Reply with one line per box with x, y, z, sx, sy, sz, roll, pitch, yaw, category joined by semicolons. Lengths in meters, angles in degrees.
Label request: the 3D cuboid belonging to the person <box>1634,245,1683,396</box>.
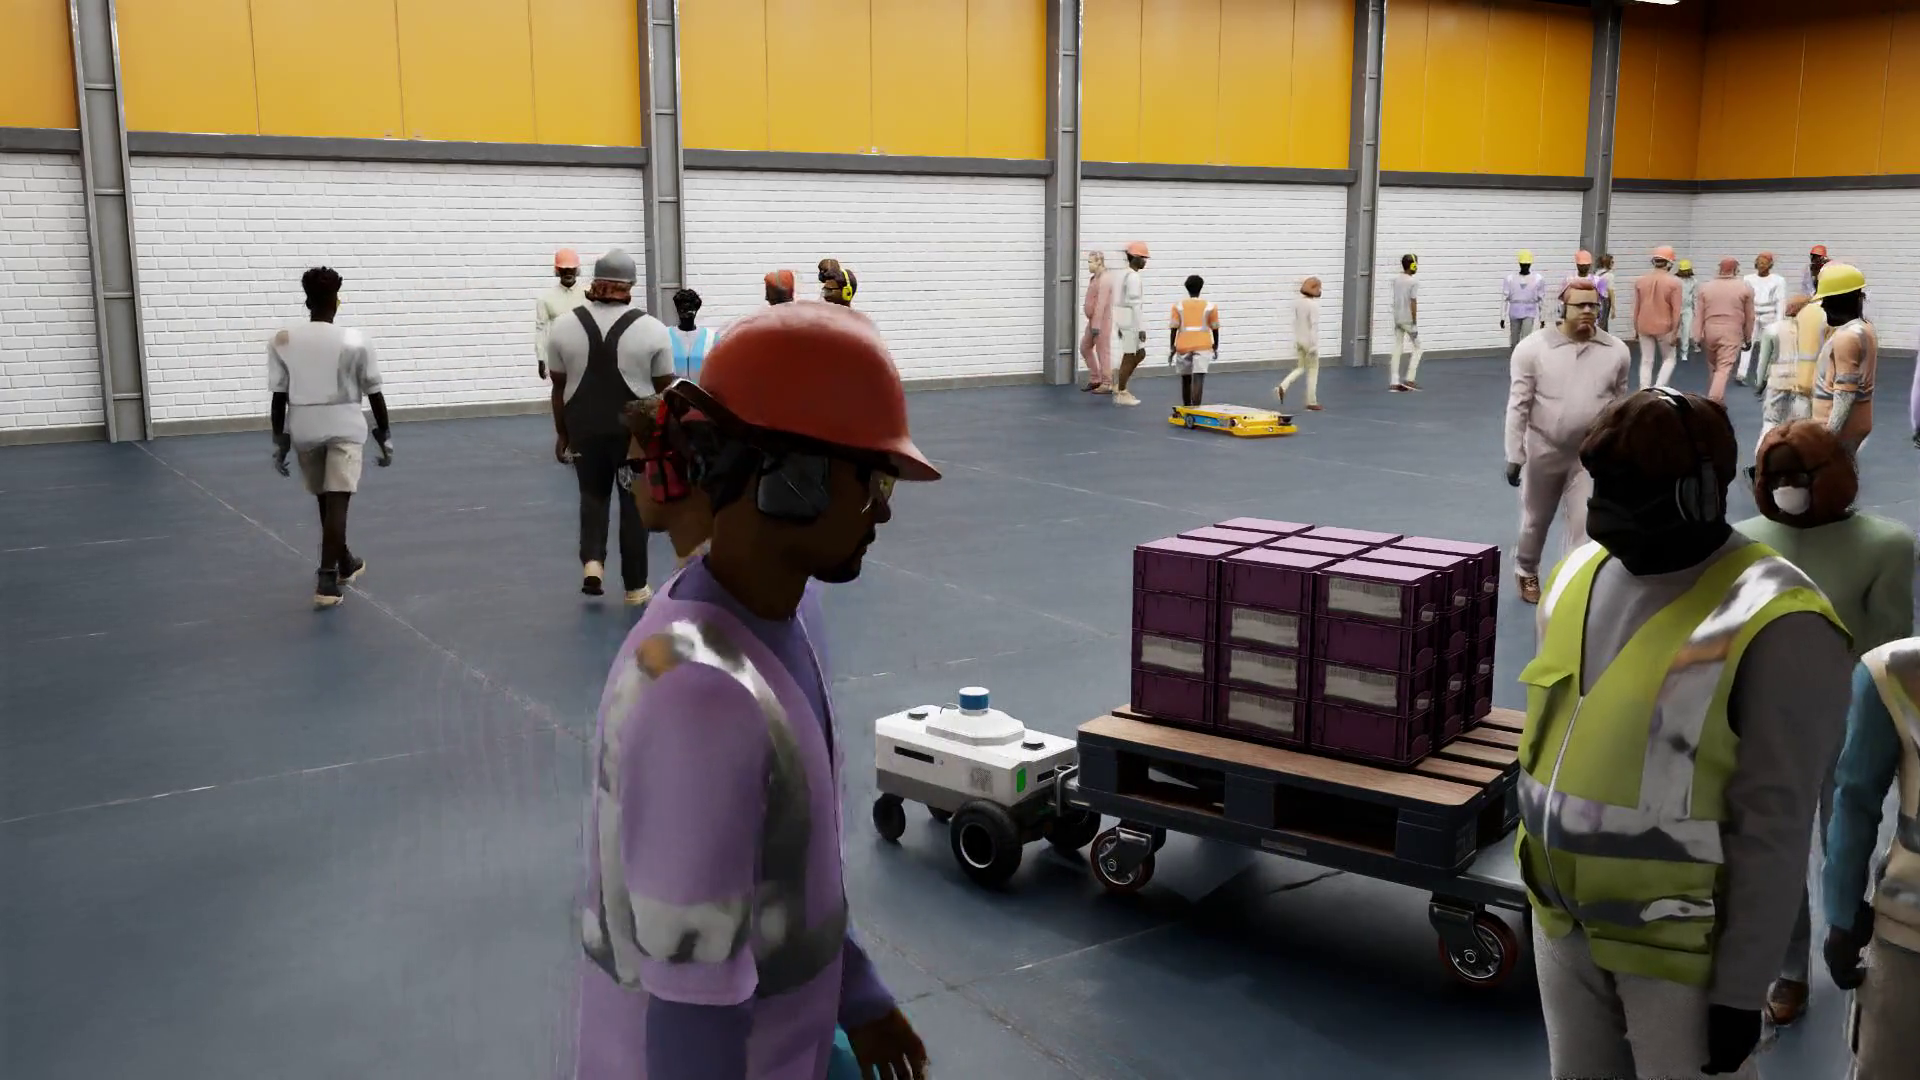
8.380;-2.539;19.979;0.436;1.977;0.617;-10;14;-42;person

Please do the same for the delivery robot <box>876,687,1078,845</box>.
0.046;0.741;5.627;0.707;0.478;0.477;9;14;41;delivery robot

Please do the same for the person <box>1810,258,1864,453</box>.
8.133;-1.671;15.484;0.631;1.882;0.644;-6;12;-31;person

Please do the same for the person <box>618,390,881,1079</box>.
-0.388;0.608;3.196;0.872;1.805;0.568;1;10;4;person

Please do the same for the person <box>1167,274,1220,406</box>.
2.607;-2.131;18.610;0.572;1.684;0.571;3;11;16;person

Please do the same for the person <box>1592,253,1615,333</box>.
10.728;-3.884;27.804;0.863;1.814;0.529;-3;11;-17;person

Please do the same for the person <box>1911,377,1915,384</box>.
13.346;-2.992;22.647;0.574;1.900;0.902;2;11;10;person

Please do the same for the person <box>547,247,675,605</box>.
-1.928;-0.641;9.385;0.699;2.000;0.537;0;10;1;person

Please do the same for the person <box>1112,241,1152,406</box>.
2.113;-2.644;20.418;0.474;2.022;0.624;0;10;-2;person

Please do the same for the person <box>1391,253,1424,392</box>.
6.053;-2.913;22.356;0.603;1.850;0.565;-5;11;-26;person

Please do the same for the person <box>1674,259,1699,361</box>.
12.231;-3.913;28.253;0.497;1.711;0.723;2;10;10;person

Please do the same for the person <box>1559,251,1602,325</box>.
8.811;-3.165;23.667;0.552;1.892;0.994;3;11;18;person

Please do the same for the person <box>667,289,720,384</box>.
-2.059;-1.051;12.592;0.530;1.691;0.321;-2;11;-12;person

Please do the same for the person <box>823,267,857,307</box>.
-0.795;-0.912;11.352;0.334;1.869;0.521;-7;12;-33;person

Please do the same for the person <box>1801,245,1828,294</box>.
14.836;-4.153;28.942;0.371;1.931;0.543;3;11;17;person

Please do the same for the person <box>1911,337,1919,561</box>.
6.269;-0.731;10.301;0.641;1.889;0.591;8;13;38;person

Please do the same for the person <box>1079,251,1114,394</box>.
1.795;-2.868;22.017;0.560;1.886;0.680;-1;10;-4;person

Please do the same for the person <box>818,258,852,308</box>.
-1.422;-2.202;18.499;0.428;1.840;0.630;-4;11;-20;person

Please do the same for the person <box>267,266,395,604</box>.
-3.624;-0.615;9.611;0.625;1.912;1.024;-1;10;-3;person

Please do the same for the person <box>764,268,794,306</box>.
-1.126;-1.057;12.178;0.761;1.859;0.602;0;10;-2;person

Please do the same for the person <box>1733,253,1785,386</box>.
11.077;-3.041;23.081;0.611;1.839;0.942;8;13;38;person

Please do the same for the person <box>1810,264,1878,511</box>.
5.104;-0.637;9.701;0.377;1.918;0.585;7;12;32;person

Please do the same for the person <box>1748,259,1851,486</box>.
6.534;-1.190;12.751;0.744;1.916;0.553;-1;10;-8;person

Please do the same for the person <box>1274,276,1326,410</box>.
4.101;-2.344;19.872;0.582;1.616;0.512;-4;11;-20;person

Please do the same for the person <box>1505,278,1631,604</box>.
3.292;-0.493;9.070;0.648;1.868;0.983;1;10;8;person

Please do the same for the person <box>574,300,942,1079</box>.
-0.282;0.707;2.133;0.555;1.993;0.659;0;10;0;person

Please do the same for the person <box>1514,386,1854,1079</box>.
1.162;0.654;2.858;0.429;1.836;0.619;-4;11;-19;person

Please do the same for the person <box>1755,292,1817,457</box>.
7.009;-1.282;14.062;0.532;1.619;0.516;7;12;32;person

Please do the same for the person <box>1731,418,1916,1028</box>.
2.295;0.465;4.487;0.527;1.607;0.518;8;13;36;person

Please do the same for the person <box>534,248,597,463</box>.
-3.532;-1.655;15.124;0.659;1.968;0.774;-2;11;-13;person

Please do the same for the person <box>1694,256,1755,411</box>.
8.896;-2.381;19.424;0.623;1.863;0.988;10;14;43;person

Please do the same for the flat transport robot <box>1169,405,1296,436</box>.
2.909;-1.300;17.855;0.652;0.197;1.431;-5;11;-26;flat transport robot

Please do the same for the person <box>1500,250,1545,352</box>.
8.353;-3.345;24.644;0.634;1.893;0.786;5;12;26;person

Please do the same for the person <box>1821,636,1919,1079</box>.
1.872;0.720;3.092;0.515;1.620;0.660;4;11;19;person
